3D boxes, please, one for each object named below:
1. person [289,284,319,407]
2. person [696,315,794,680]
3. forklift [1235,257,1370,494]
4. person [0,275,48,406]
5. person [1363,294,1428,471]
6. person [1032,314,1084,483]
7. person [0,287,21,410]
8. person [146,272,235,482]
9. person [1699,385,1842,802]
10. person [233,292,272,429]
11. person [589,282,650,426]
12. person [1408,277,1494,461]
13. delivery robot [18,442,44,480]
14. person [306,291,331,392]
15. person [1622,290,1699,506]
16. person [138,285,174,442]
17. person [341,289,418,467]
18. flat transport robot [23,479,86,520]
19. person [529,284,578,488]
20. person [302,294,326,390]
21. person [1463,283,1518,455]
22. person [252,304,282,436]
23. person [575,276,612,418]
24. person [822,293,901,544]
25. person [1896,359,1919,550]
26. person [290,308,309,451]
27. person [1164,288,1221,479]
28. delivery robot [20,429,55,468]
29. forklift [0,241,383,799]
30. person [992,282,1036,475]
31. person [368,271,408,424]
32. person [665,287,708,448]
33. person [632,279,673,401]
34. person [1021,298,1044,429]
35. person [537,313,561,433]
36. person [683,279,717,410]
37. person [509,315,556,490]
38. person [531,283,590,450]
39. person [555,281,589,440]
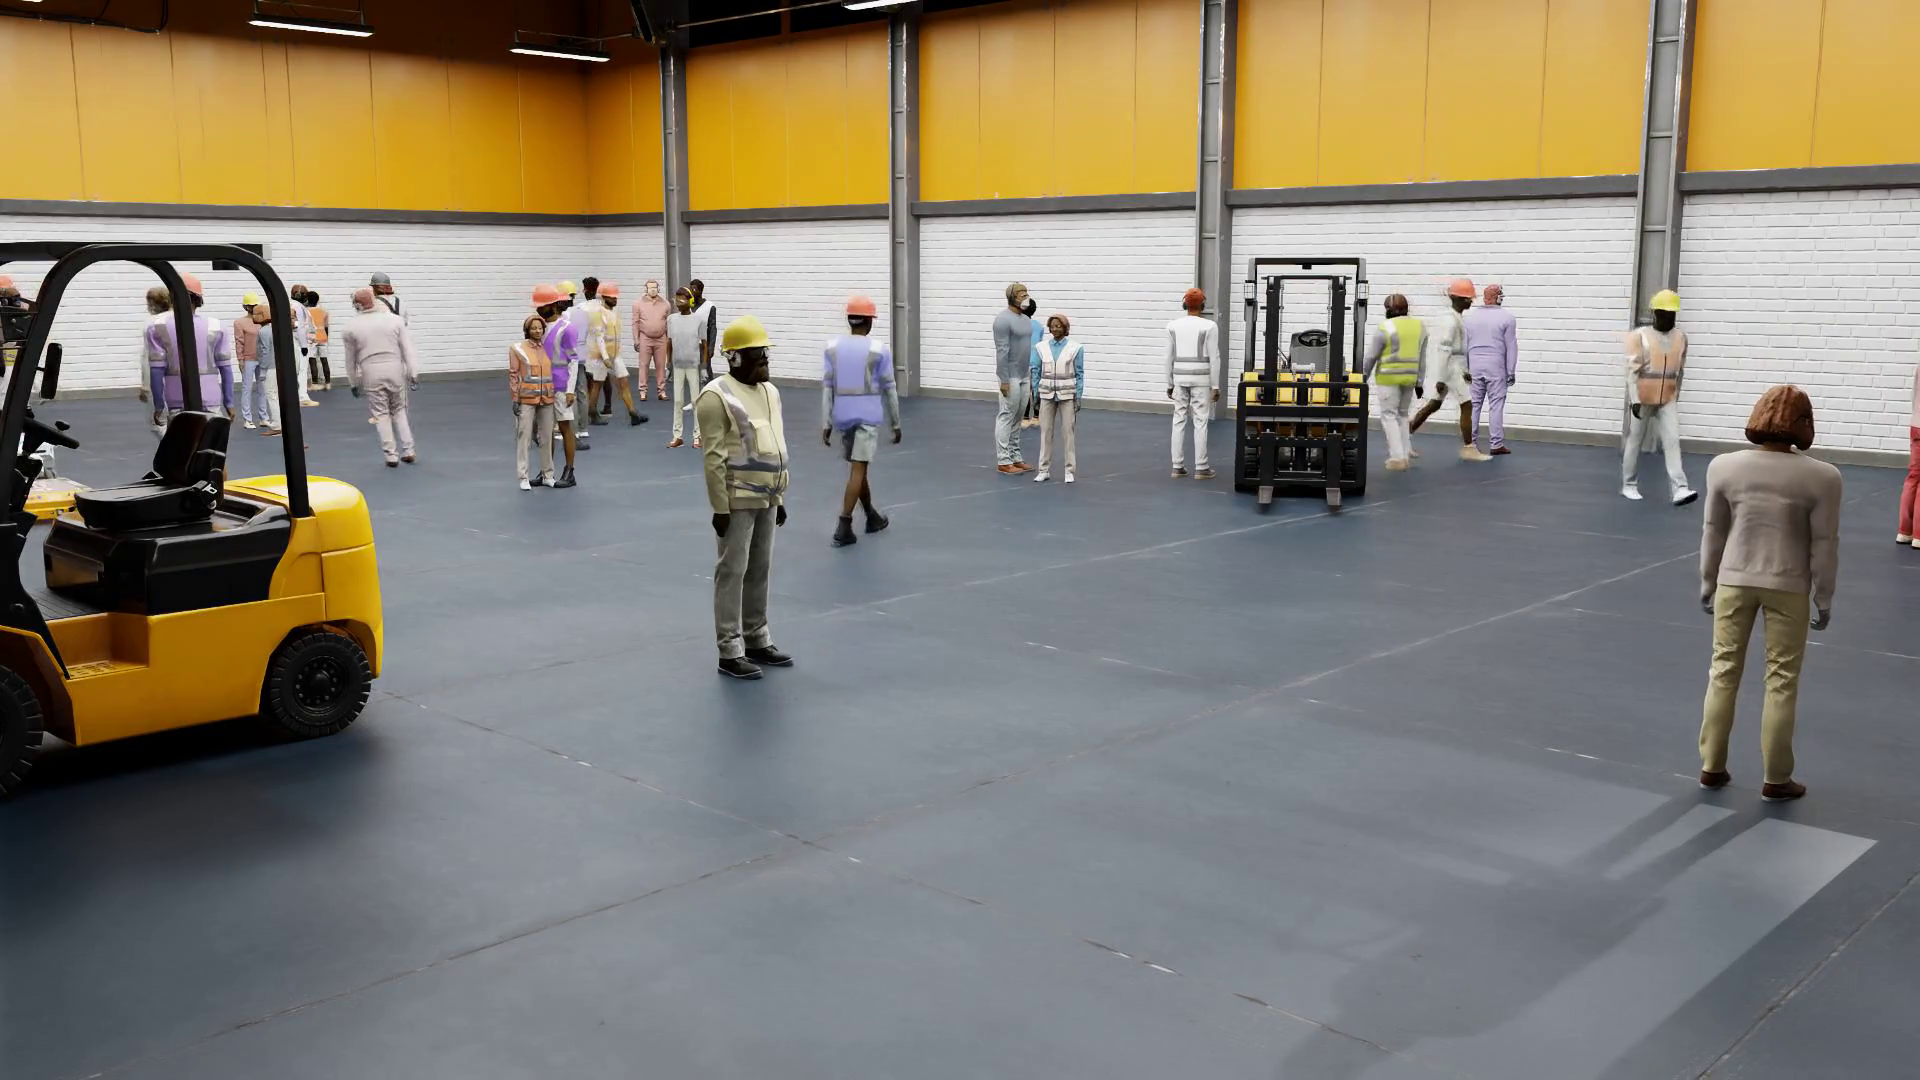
[{"bbox_3d":[-9.949,-2.932,25.117,0.429,1.838,0.621,-6,11,-31],"label":"person"},{"bbox_3d":[-1.077,-0.222,8.501,0.403,1.837,0.591,5,10,26],"label":"person"},{"bbox_3d":[3.309,-1.629,16.029,1.214,2.155,2.313,2,9,11],"label":"forklift"},{"bbox_3d":[-13.580,-2.821,23.972,0.611,1.978,0.634,-4,10,-21],"label":"person"},{"bbox_3d":[4.474,-1.618,17.126,0.642,1.812,0.623,-4,10,-26],"label":"person"},{"bbox_3d":[0.950,-1.373,16.159,0.514,1.641,0.309,3,10,17],"label":"person"},{"bbox_3d":[-11.561,-2.158,20.351,0.430,1.845,0.619,1,9,8],"label":"person"},{"bbox_3d":[-6.164,-1.120,13.369,0.611,2.042,0.395,-4,10,-25],"label":"person"},{"bbox_3d":[3.151,0.207,6.511,0.503,1.627,0.270,8,12,39],"label":"person"},{"bbox_3d":[-9.161,-2.328,21.626,0.316,1.769,0.525,5,11,30],"label":"person"},{"bbox_3d":[-4.538,-2.422,21.821,0.976,1.886,0.553,6,11,31],"label":"person"},{"bbox_3d":[5.221,-1.837,17.964,1.053,1.992,0.611,2,10,14],"label":"person"},{"bbox_3d":[-8.480,-0.679,14.934,0.477,0.478,0.707,-7,12,-37],"label":"delivery robot"},{"bbox_3d":[-10.917,-3.360,28.163,0.318,1.695,0.539,6,11,34],"label":"person"},{"bbox_3d":[6.150,-1.240,14.615,0.597,1.878,0.980,-1,9,-5],"label":"person"},{"bbox_3d":[-7.462,-1.459,15.852,0.453,1.917,0.671,3,10,20],"label":"person"},{"bbox_3d":[-6.091,-1.696,17.461,0.722,1.860,0.580,-5,10,-26],"label":"person"},{"bbox_3d":[-7.813,-0.356,14.109,0.652,0.197,1.431,-8,12,-40],"label":"flat transport robot"},{"bbox_3d":[-3.870,-1.449,15.745,0.543,1.928,0.374,5,10,27],"label":"person"},{"bbox_3d":[-11.213,-3.415,28.516,0.727,1.692,0.518,0,9,-2],"label":"person"},{"bbox_3d":[5.936,-1.911,18.640,0.646,1.907,0.401,9,13,42],"label":"person"},{"bbox_3d":[-8.593,-2.103,20.650,0.268,1.632,0.507,-2,9,-9],"label":"person"},{"bbox_3d":[-5.092,-2.673,23.129,0.370,1.965,0.608,8,12,42],"label":"person"},{"bbox_3d":[-0.765,-0.933,12.711,0.569,1.889,1.007,4,10,21],"label":"person"},{"bbox_3d":[7.218,-0.806,12.297,0.326,1.767,0.533,1,9,8],"label":"person"},{"bbox_3d":[-7.626,-1.825,18.950,0.285,1.633,0.500,-2,10,-15],"label":"person"},{"bbox_3d":[2.304,-1.544,16.458,0.585,1.881,0.344,6,11,33],"label":"person"},{"bbox_3d":[-8.965,-0.843,15.936,0.477,0.478,0.707,-9,13,-44],"label":"delivery robot"},{"bbox_3d":[-3.706,-0.171,7.093,1.214,2.155,2.313,9,13,43],"label":"forklift"},{"bbox_3d":[0.558,-1.629,16.815,0.373,1.940,0.629,5,10,26],"label":"person"},{"bbox_3d":[-7.753,-2.575,22.303,0.537,2.000,0.688,4,10,23],"label":"person"},{"bbox_3d":[-3.168,-1.987,19.240,0.518,1.865,0.326,1,9,9],"label":"person"},{"bbox_3d":[-4.817,-3.129,26.106,0.639,1.910,0.406,-4,10,-23],"label":"person"},{"bbox_3d":[0.876,-2.288,21.584,0.318,1.700,0.535,8,12,39],"label":"person"},{"bbox_3d":[-5.181,-2.273,20.994,0.517,1.865,0.327,6,11,31],"label":"person"},{"bbox_3d":[-3.813,-2.849,24.353,0.591,1.919,0.390,5,11,30],"label":"person"},{"bbox_3d":[-3.989,-1.293,15.661,0.514,1.642,0.310,-7,12,-38],"label":"person"},{"bbox_3d":[-4.643,-1.983,19.061,0.848,1.914,0.554,3,10,18],"label":"person"},{"bbox_3d":[-4.738,-2.176,20.204,0.366,1.927,0.591,3,10,20],"label":"person"}]
